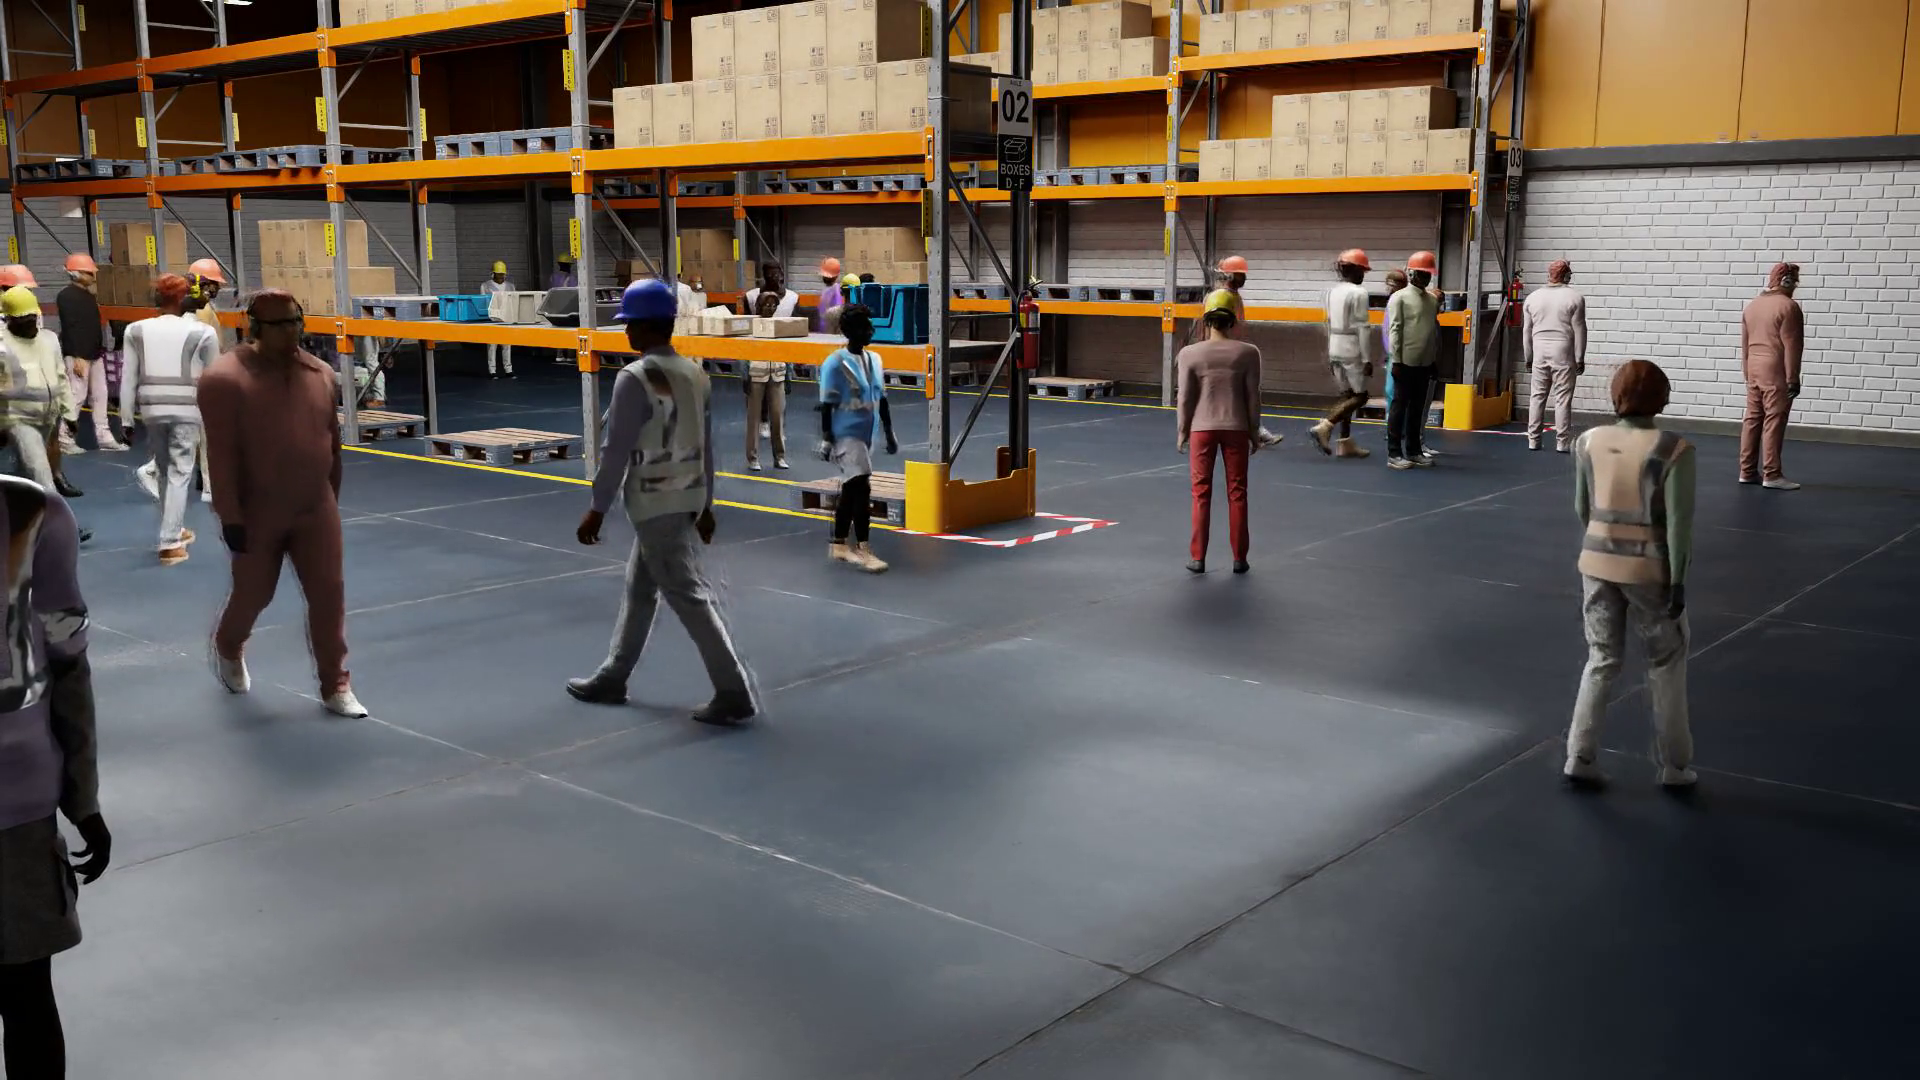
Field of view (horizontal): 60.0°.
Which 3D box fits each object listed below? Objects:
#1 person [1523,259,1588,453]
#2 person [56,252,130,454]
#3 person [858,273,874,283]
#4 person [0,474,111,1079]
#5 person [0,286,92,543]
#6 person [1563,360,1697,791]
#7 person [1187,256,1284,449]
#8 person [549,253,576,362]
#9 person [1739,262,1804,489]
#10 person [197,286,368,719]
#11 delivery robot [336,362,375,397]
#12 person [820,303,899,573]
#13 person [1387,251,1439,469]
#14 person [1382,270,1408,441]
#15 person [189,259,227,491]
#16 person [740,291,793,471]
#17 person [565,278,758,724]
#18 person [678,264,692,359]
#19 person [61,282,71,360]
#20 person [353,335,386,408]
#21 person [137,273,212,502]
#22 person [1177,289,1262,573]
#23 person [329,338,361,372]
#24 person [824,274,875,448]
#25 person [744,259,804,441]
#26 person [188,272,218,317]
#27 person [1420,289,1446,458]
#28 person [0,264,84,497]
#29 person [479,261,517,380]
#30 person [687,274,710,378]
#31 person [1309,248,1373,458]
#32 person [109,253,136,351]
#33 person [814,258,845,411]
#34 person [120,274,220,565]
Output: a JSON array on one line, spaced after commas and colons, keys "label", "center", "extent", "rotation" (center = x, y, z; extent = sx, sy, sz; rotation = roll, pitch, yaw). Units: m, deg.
[{"label": "person", "center": [5.921, -1.821, 16.527], "extent": [0.640, 1.910, 0.407], "rotation": [10, 14, 43]}, {"label": "person", "center": [-8.657, -1.837, 16.431], "extent": [0.501, 1.997, 0.625], "rotation": [0, 10, 0]}, {"label": "person", "center": [-1.233, -2.653, 21.863], "extent": [0.319, 1.698, 0.532], "rotation": [-3, 10, -18]}, {"label": "person", "center": [-1.920, 0.513, 3.153], "extent": [0.553, 1.935, 0.364], "rotation": [-7, 12, -35]}, {"label": "person", "center": [-6.310, -0.826, 11.277], "extent": [0.940, 1.762, 0.576], "rotation": [3, 10, 16]}, {"label": "person", "center": [2.490, 0.135, 6.231], "extent": [0.542, 1.614, 0.536], "rotation": [-7, 12, -35]}, {"label": "person", "center": [2.744, -1.874, 16.732], "extent": [1.013, 1.936, 0.649], "rotation": [6, 12, 31]}, {"label": "person", "center": [-7.025, -4.115, 29.541], "extent": [0.589, 1.924, 0.383], "rotation": [6, 11, 30]}, {"label": "person", "center": [6.894, -1.384, 14.069], "extent": [0.404, 1.902, 0.636], "rotation": [-2, 10, -10]}, {"label": "person", "center": [-3.002, -0.172, 7.276], "extent": [0.888, 1.873, 0.631], "rotation": [9, 14, 43]}, {"label": "delivery robot", "center": [-7.778, -2.058, 21.458], "extent": [0.707, 0.478, 0.477], "rotation": [6, 11, 30]}, {"label": "person", "center": [-0.583, -0.636, 10.421], "extent": [0.679, 1.669, 0.552], "rotation": [6, 12, 32]}, {"label": "person", "center": [4.191, -1.658, 15.353], "extent": [0.611, 1.994, 0.379], "rotation": [-7, 12, -36]}, {"label": "person", "center": [4.634, -1.949, 17.584], "extent": [0.380, 1.799, 0.789], "rotation": [1, 10, 8]}, {"label": "person", "center": [-6.219, -1.349, 13.776], "extent": [0.375, 1.931, 0.542], "rotation": [-6, 12, -32]}, {"label": "person", "center": [-1.770, -1.450, 15.208], "extent": [0.512, 1.633, 0.313], "rotation": [-5, 11, -27]}, {"label": "person", "center": [-1.288, -0.163, 7.136], "extent": [0.992, 1.900, 0.606], "rotation": [3, 10, 15]}, {"label": "person", "center": [-3.625, -2.648, 21.346], "extent": [0.310, 1.868, 0.532], "rotation": [5, 11, 28]}, {"label": "person", "center": [-12.476, -2.977, 23.351], "extent": [0.618, 1.844, 0.920], "rotation": [9, 13, 42]}, {"label": "person", "center": [-7.595, -2.646, 21.313], "extent": [0.735, 1.903, 0.528], "rotation": [9, 13, 42]}, {"label": "person", "center": [-6.159, -1.191, 13.166], "extent": [0.702, 1.834, 0.525], "rotation": [0, 10, -1]}, {"label": "person", "center": [1.610, -0.669, 10.368], "extent": [0.523, 1.769, 0.319], "rotation": [1, 10, 4]}, {"label": "person", "center": [-8.206, -2.793, 22.227], "extent": [0.898, 1.864, 0.630], "rotation": [2, 10, 11]}, {"label": "person", "center": [-1.097, -1.787, 16.737], "extent": [0.529, 1.767, 0.329], "rotation": [1, 10, 4]}, {"label": "person", "center": [-1.964, -1.987, 17.480], "extent": [0.622, 1.900, 0.434], "rotation": [-3, 10, -17]}, {"label": "person", "center": [-8.053, -1.921, 17.432], "extent": [0.942, 1.804, 0.517], "rotation": [8, 13, 39]}, {"label": "person", "center": [4.547, -1.622, 16.174], "extent": [0.269, 1.632, 0.504], "rotation": [6, 12, 31]}, {"label": "person", "center": [-7.674, -1.279, 13.481], "extent": [0.912, 1.909, 0.554], "rotation": [2, 10, 13]}, {"label": "person", "center": [-7.099, -3.383, 25.654], "extent": [0.587, 1.828, 0.404], "rotation": [-8, 13, -40]}, {"label": "person", "center": [-4.095, -3.312, 25.822], "extent": [0.281, 1.625, 0.497], "rotation": [8, 13, 37]}, {"label": "person", "center": [3.664, -1.766, 15.893], "extent": [0.579, 2.019, 0.634], "rotation": [-3, 10, -16]}, {"label": "person", "center": [-12.857, -3.470, 25.577], "extent": [0.390, 2.034, 0.609], "rotation": [4, 11, 21]}, {"label": "person", "center": [-1.561, -2.499, 20.446], "extent": [0.387, 1.894, 0.662], "rotation": [-4, 11, -22]}, {"label": "person", "center": [-5.103, -0.802, 10.881], "extent": [0.589, 1.846, 0.885], "rotation": [0, 10, -3]}]
